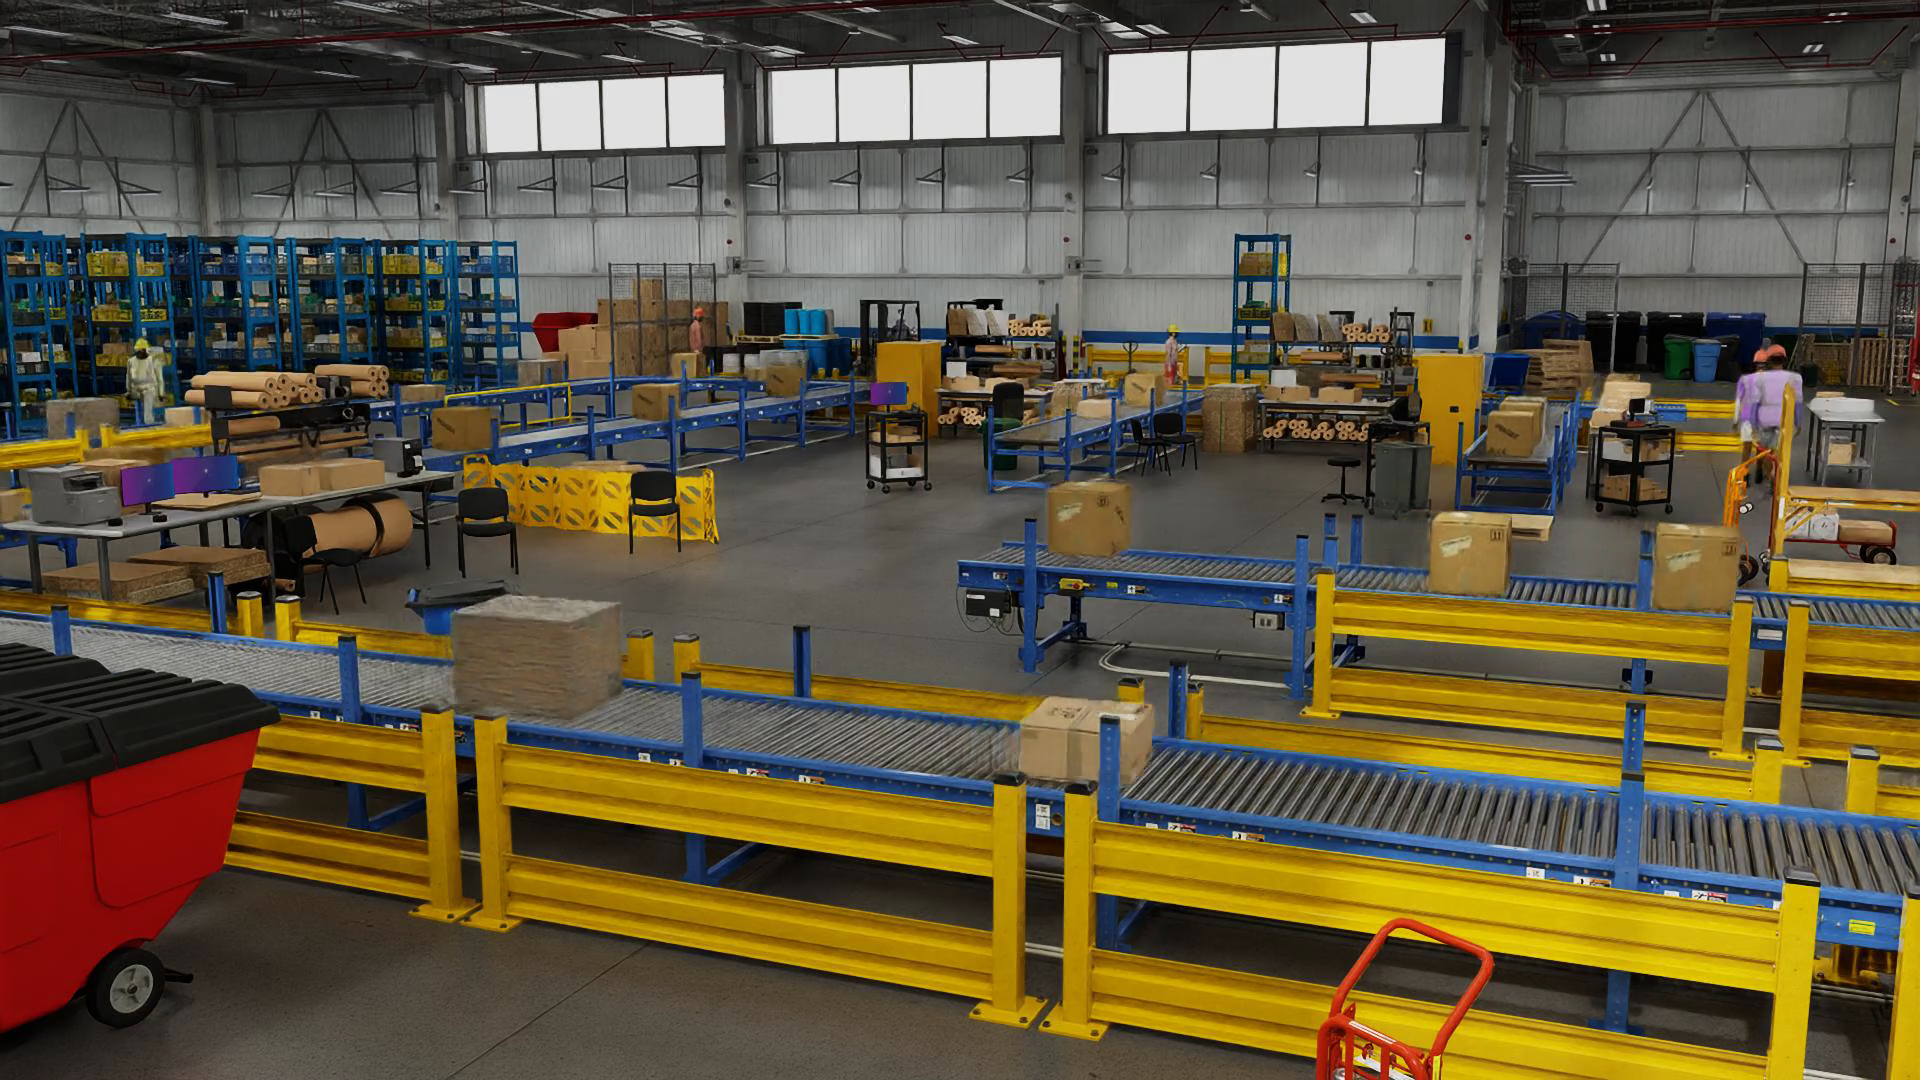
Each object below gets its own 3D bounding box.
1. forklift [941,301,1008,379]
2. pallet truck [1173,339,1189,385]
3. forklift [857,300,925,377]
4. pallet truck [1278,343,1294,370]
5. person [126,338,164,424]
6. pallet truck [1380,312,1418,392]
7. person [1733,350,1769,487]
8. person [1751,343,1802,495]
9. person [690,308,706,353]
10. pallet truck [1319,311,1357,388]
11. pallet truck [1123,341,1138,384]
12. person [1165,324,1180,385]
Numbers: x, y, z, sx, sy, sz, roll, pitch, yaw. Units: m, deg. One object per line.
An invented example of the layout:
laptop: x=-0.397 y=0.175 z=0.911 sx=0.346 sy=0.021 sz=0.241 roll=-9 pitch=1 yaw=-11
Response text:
forklift: x=0.365 y=-4.966 z=41.571 sx=1.157 sy=1.987 sz=2.680 roll=3 pitch=10 yaw=20
pallet truck: x=5.418 y=-4.269 z=40.420 sx=0.704 sy=1.261 sz=1.522 roll=3 pitch=10 yaw=20
forklift: x=-1.732 y=-5.109 z=42.468 sx=1.157 sy=1.987 sz=2.680 roll=4 pitch=10 yaw=22
pallet truck: x=7.886 y=-4.163 z=39.743 sx=0.653 sy=1.274 sz=1.630 roll=4 pitch=10 yaw=22
person: x=-13.982 y=-2.575 z=28.602 sx=0.588 sy=1.807 sz=0.750 roll=1 pitch=9 yaw=4
pallet truck: x=10.207 y=-4.283 z=38.369 sx=0.823 sy=1.965 sz=1.885 roll=3 pitch=10 yaw=20
person: x=10.969 y=-1.674 z=22.931 sx=0.566 sy=1.890 sz=1.011 roll=5 pitch=11 yaw=27
person: x=10.694 y=-1.561 z=21.827 sx=0.642 sy=2.018 sz=0.690 roll=6 pitch=11 yaw=31
person: x=-6.379 y=-4.643 z=40.559 sx=0.396 sy=1.992 sz=0.619 roll=-4 pitch=10 yaw=-22
pallet truck: x=9.071 y=-4.419 z=39.190 sx=0.823 sy=1.965 sz=1.885 roll=5 pitch=10 yaw=26
pallet truck: x=4.445 y=-4.380 z=41.279 sx=0.680 sy=1.201 sz=1.601 roll=4 pitch=10 yaw=22
person: x=4.605 y=-3.788 z=36.072 sx=0.310 sy=1.768 sz=0.533 roll=4 pitch=10 yaw=23
